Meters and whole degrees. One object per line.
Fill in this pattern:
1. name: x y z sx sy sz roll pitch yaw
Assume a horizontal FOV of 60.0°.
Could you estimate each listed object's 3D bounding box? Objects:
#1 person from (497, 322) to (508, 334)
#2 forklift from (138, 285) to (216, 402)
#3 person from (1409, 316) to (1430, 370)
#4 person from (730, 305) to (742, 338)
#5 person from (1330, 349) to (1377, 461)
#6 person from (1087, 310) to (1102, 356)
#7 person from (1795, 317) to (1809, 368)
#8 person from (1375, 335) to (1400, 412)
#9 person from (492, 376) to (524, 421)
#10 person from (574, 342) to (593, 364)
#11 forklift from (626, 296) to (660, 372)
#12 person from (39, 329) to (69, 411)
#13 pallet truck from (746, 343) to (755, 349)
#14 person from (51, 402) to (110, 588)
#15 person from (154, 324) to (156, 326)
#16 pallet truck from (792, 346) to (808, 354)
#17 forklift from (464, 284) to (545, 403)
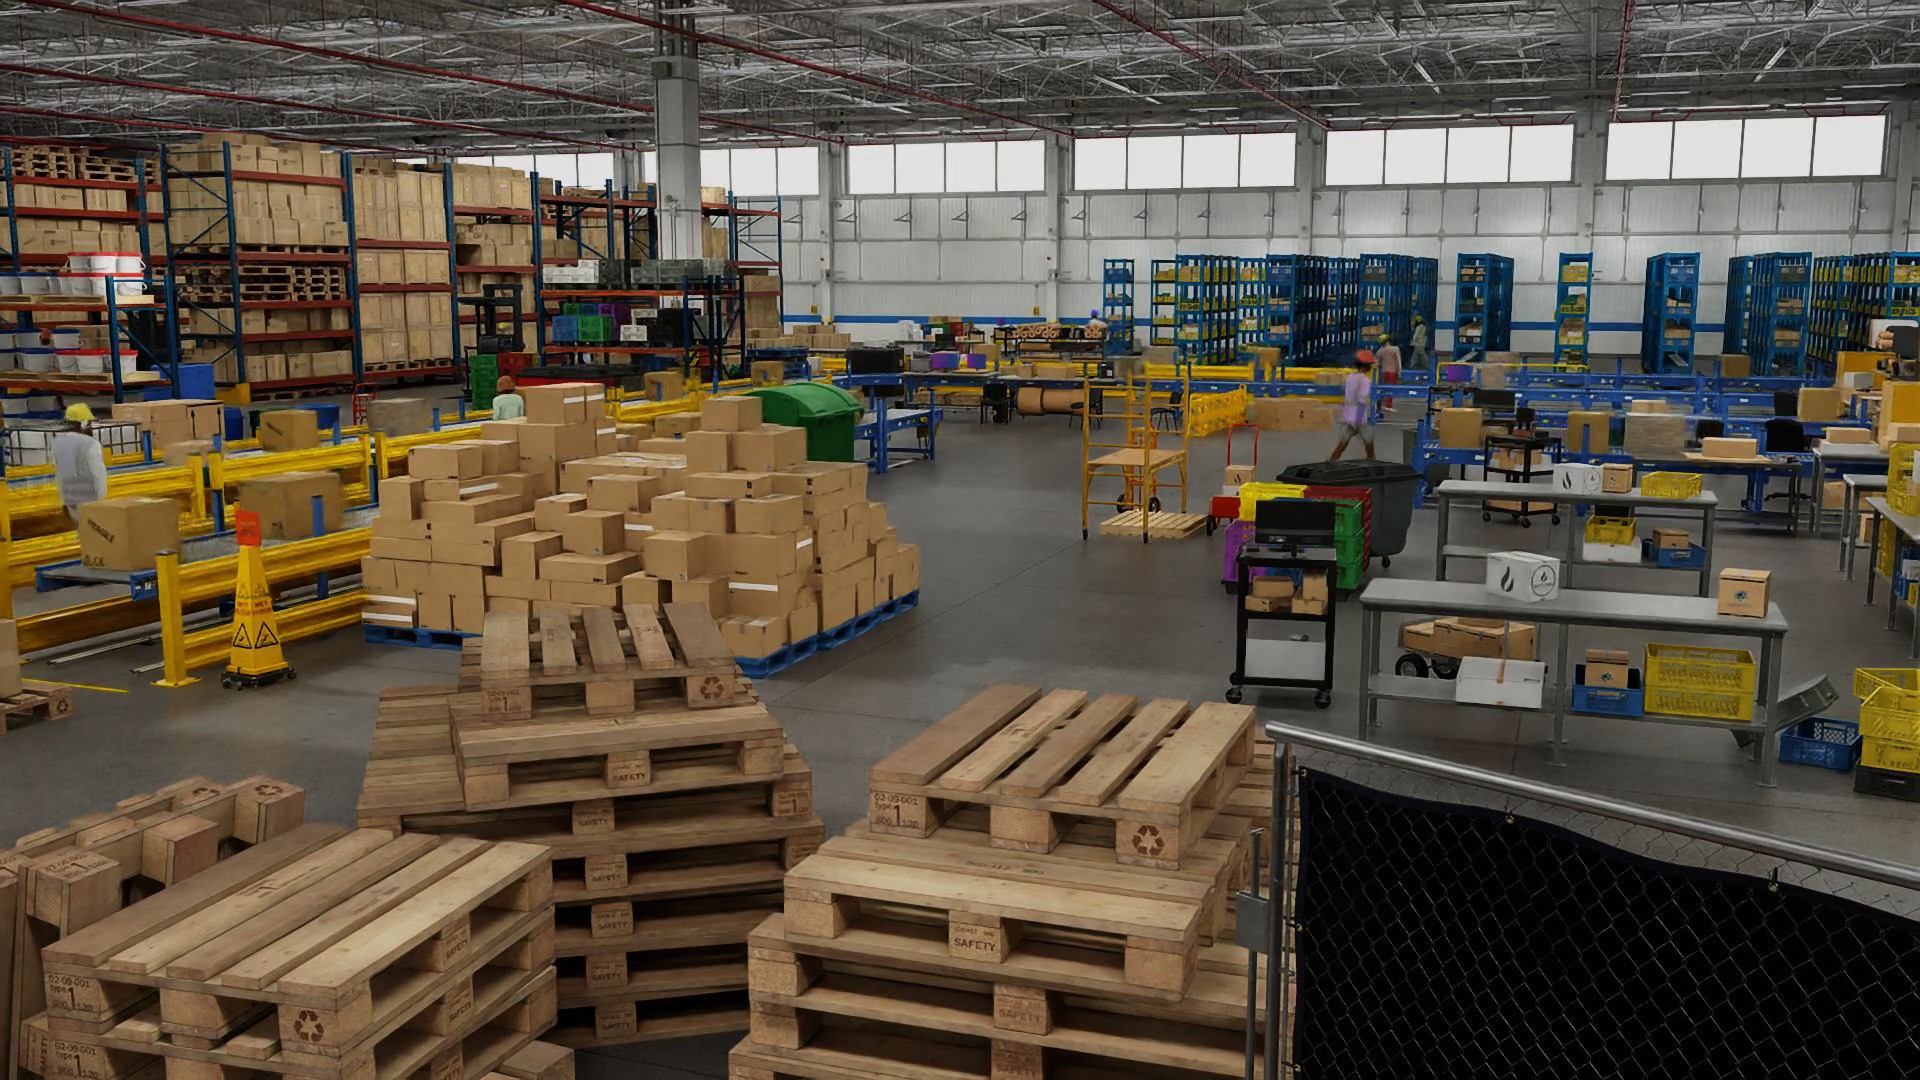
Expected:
1. person: -12.686 -5.207 46.336 0.527 1.752 0.555 3 9 16
2. forklift: -17.480 -4.200 36.461 1.873 2.768 1.129 3 10 19
3. person: 14.339 -6.099 51.854 0.927 1.787 0.591 4 10 25
4. person: -7.961 -7.400 59.359 0.647 1.979 0.437 3 10 21
5. person: 5.701 -1.739 23.851 1.083 1.985 0.614 -4 10 -21
6. person: 4.373 -6.544 54.255 0.638 1.892 1.026 -3 10 -20
7. person: 24.363 -5.559 48.247 0.373 1.839 0.571 3 10 20
8. person: 9.479 -3.701 36.997 0.625 1.721 0.347 6 11 35
9. person: -6.352 -1.495 23.417 0.286 1.625 0.497 7 11 37
10. person: -9.645 -4.550 42.497 0.542 1.650 0.894 -1 9 -5
11. forklift: -9.438 -6.253 49.353 1.129 2.768 1.873 3 10 20
12. person: -19.477 -3.561 35.544 0.981 1.886 0.566 3 9 16
13. pallet truck: -6.183 -4.618 44.264 1.601 1.201 0.680 -9 12 -43
14. person: -8.463 -0.413 16.009 0.604 1.816 0.499 4 10 24
15. person: -20.790 -4.706 43.017 0.621 1.792 0.872 3 10 20
16. pallet truck: -3.705 -4.298 42.022 0.653 1.274 1.630 3 10 20
17. forklift: -10.832 -4.702 39.610 1.129 2.768 1.873 3 10 20
